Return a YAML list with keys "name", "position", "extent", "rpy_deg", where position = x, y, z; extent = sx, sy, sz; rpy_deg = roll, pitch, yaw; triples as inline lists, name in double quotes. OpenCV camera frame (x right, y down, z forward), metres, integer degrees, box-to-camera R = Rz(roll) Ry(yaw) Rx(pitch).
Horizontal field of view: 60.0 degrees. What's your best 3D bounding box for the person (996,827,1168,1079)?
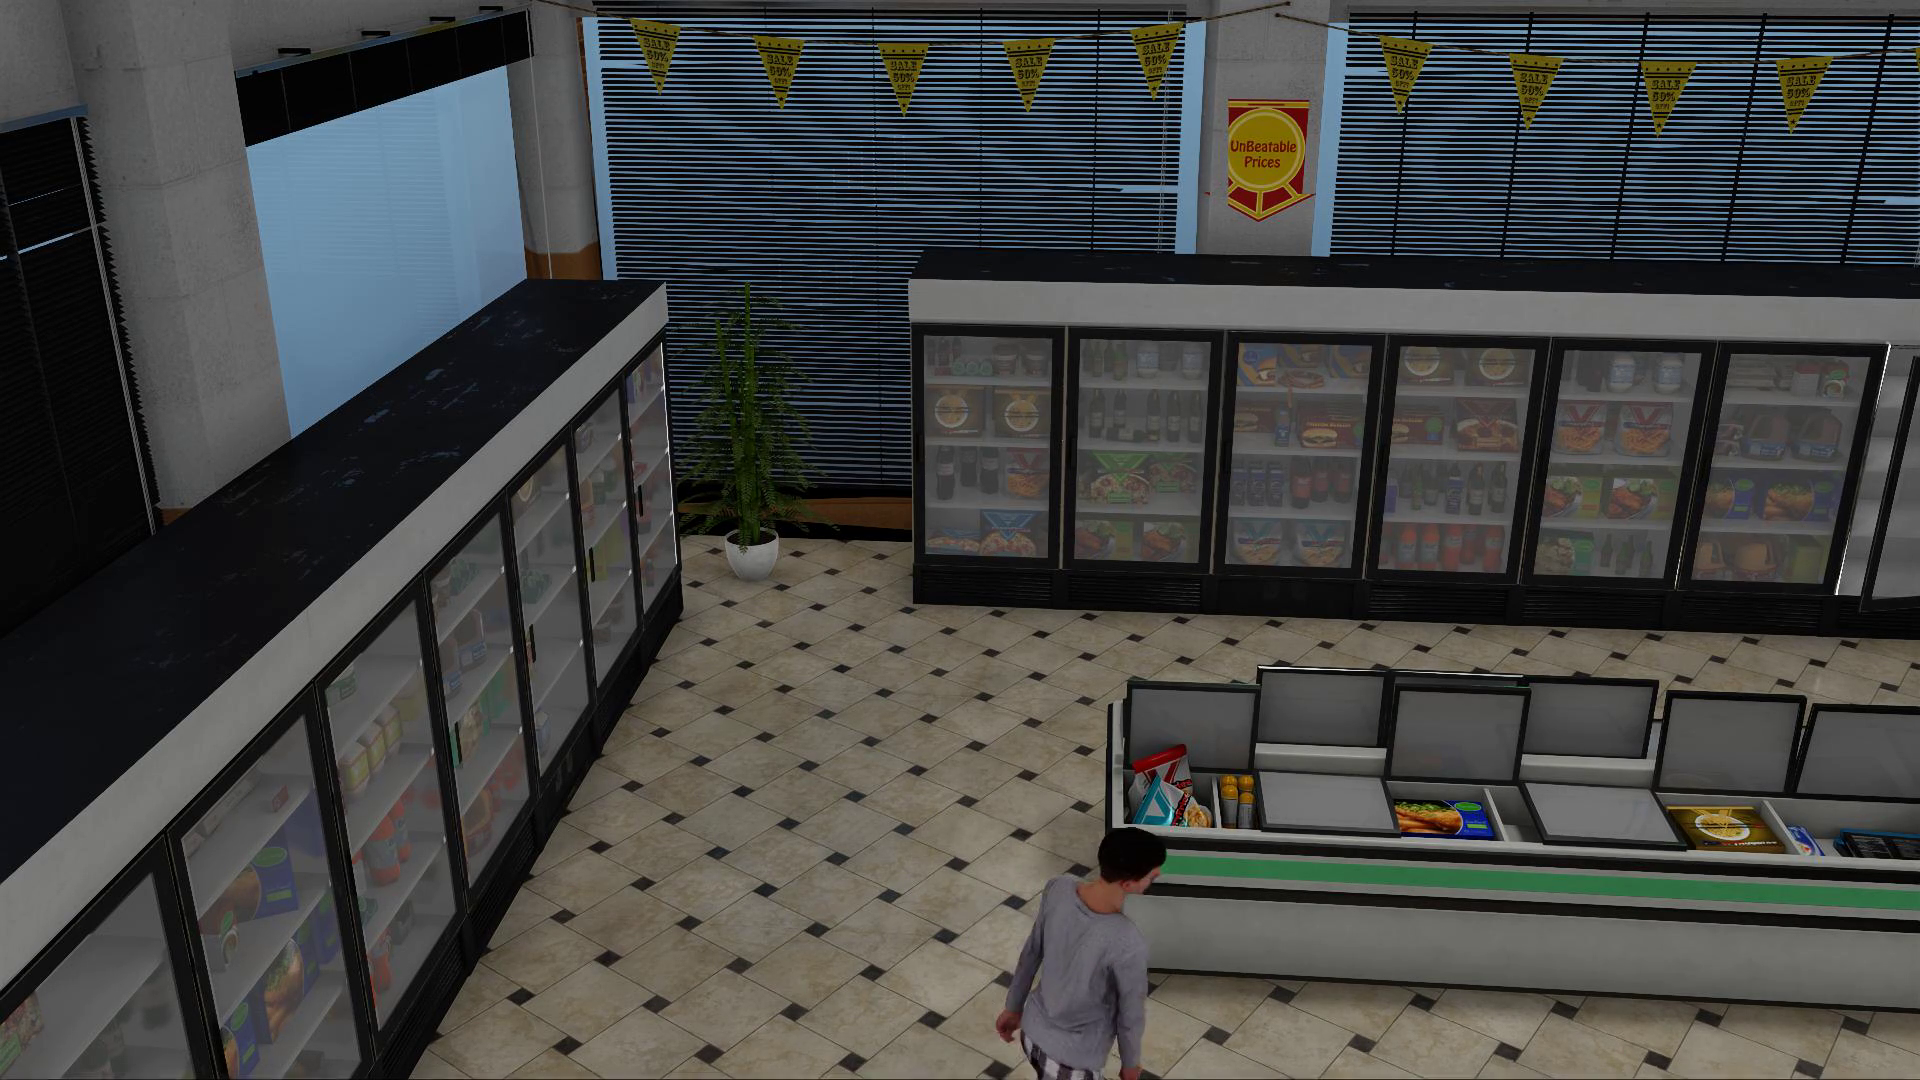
- name: "person"
  position: [0.309, 1.800, 5.805]
  extent: [1.158, 1.789, 1.047]
  rpy_deg: [-18, 28, -37]
